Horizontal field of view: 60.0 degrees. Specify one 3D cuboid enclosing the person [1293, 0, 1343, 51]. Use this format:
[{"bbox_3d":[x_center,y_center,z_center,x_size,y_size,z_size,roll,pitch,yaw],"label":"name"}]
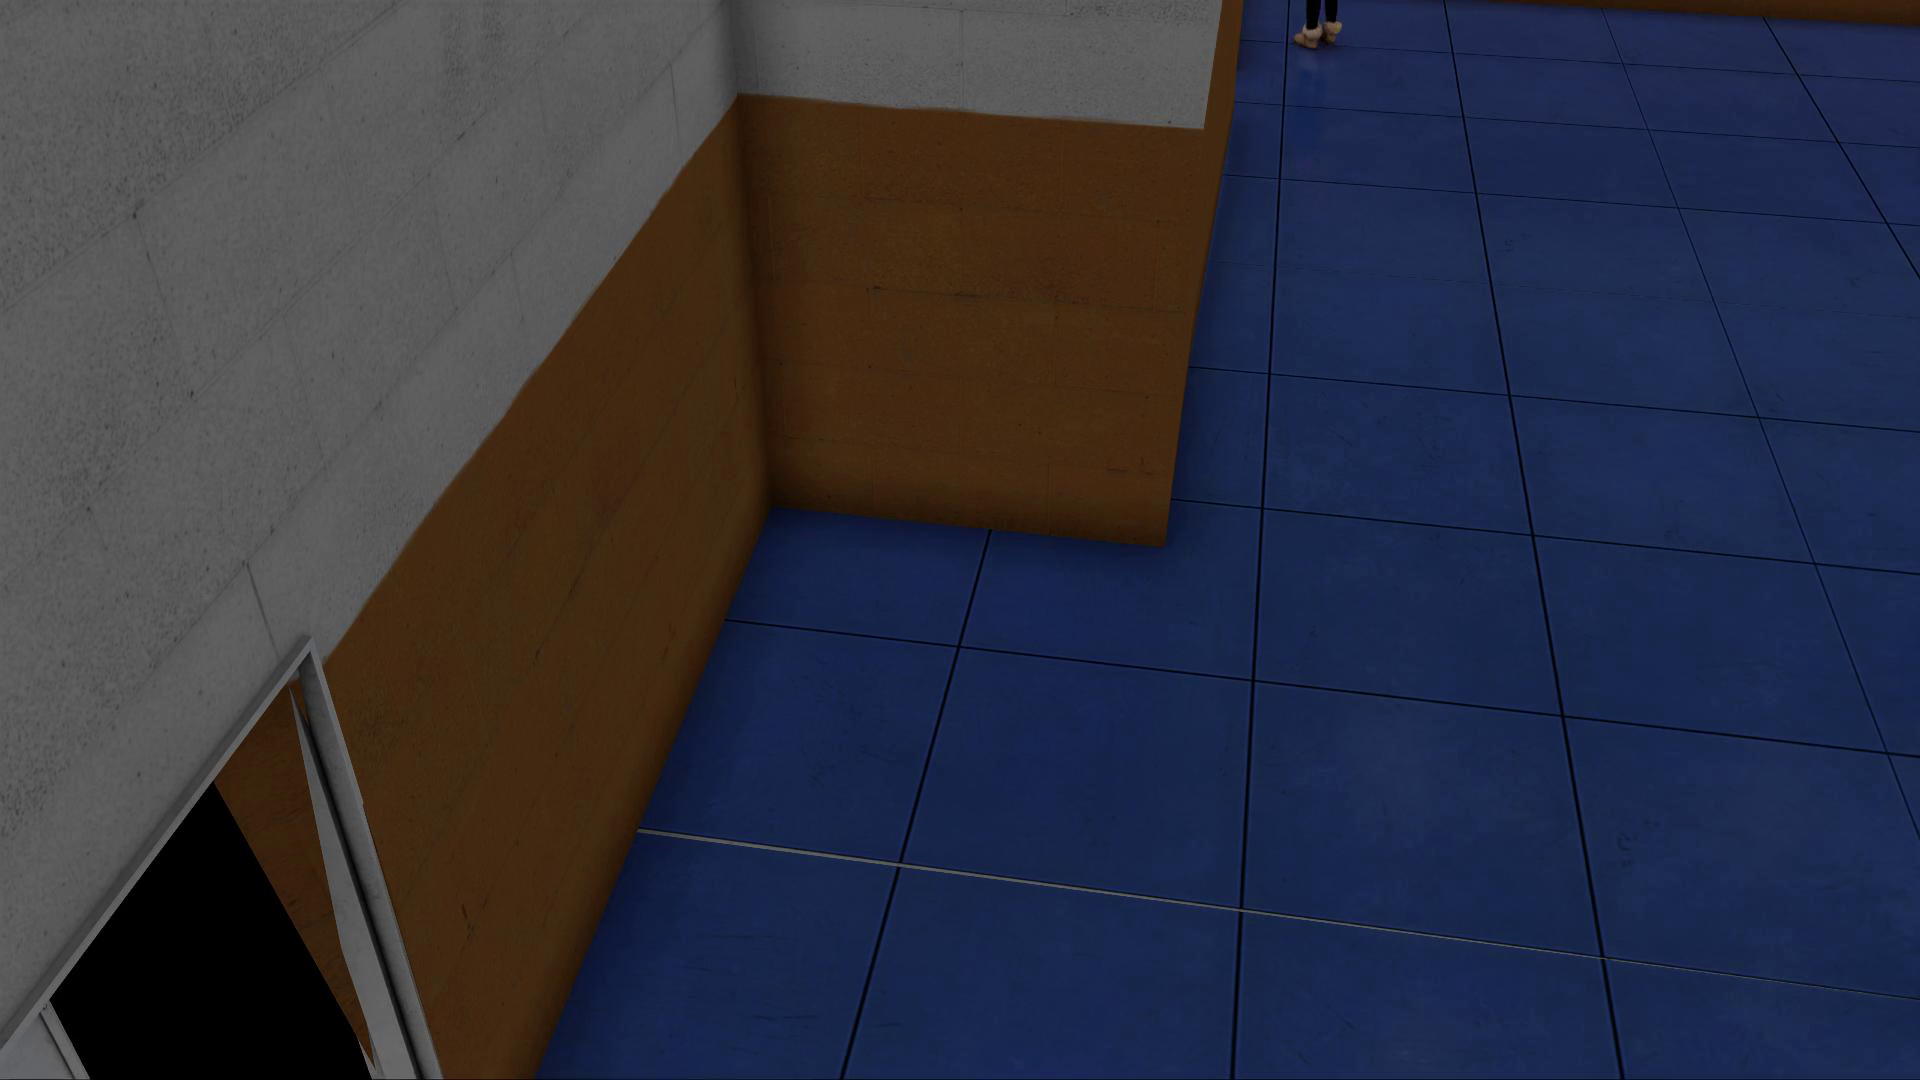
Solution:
[{"bbox_3d":[2.910,-4.683,13.111,0.675,1.656,0.772,-12,39,-16],"label":"person"}]
